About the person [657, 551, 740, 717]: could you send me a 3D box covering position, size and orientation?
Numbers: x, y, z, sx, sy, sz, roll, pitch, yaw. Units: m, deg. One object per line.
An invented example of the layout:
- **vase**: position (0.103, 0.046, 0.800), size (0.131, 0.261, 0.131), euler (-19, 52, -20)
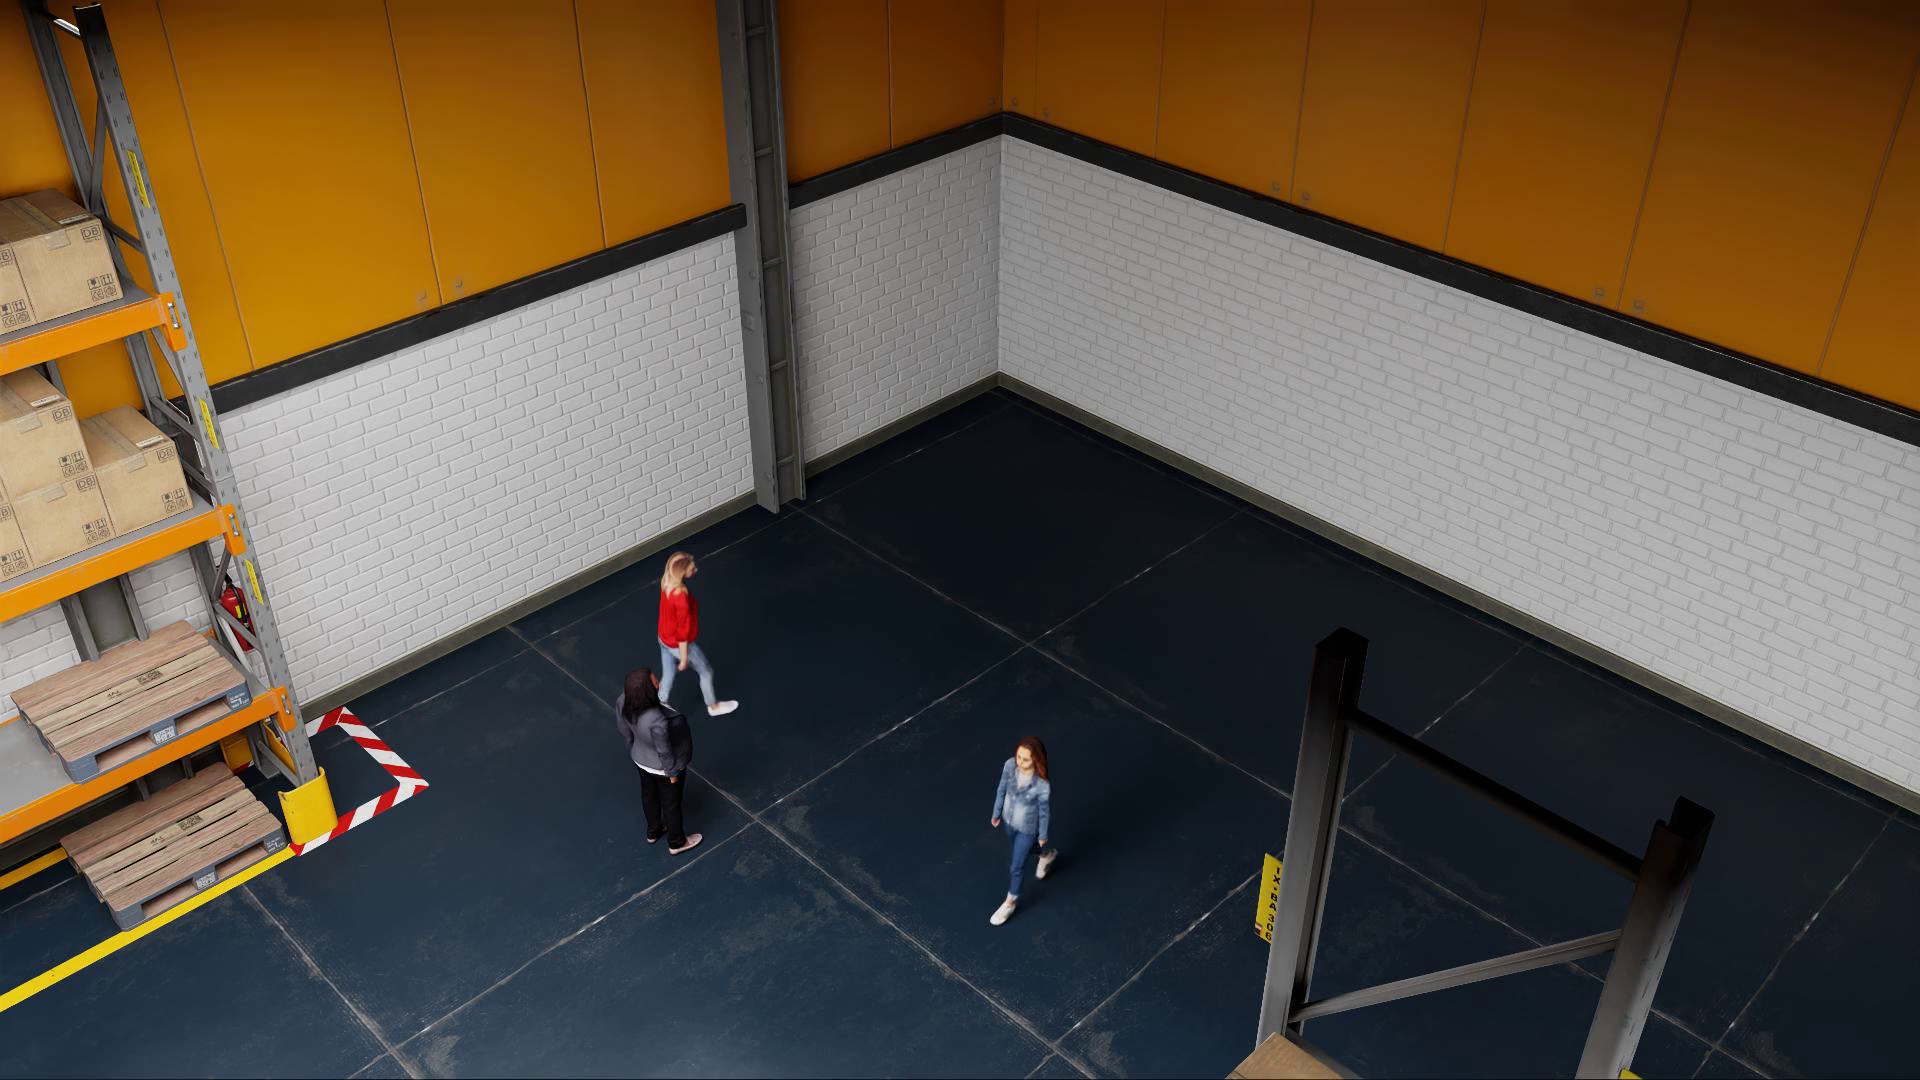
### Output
- **person**: position (-2.228, 0.826, 12.738), size (0.952, 1.666, 0.736), euler (-24, 40, -31)

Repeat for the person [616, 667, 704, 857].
- **person**: position (-2.134, 1.541, 11.727), size (0.678, 1.597, 0.661), euler (25, 41, 33)

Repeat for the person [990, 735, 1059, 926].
- **person**: position (0.467, 1.893, 11.324), size (0.946, 1.456, 0.575), euler (-27, 42, -34)
